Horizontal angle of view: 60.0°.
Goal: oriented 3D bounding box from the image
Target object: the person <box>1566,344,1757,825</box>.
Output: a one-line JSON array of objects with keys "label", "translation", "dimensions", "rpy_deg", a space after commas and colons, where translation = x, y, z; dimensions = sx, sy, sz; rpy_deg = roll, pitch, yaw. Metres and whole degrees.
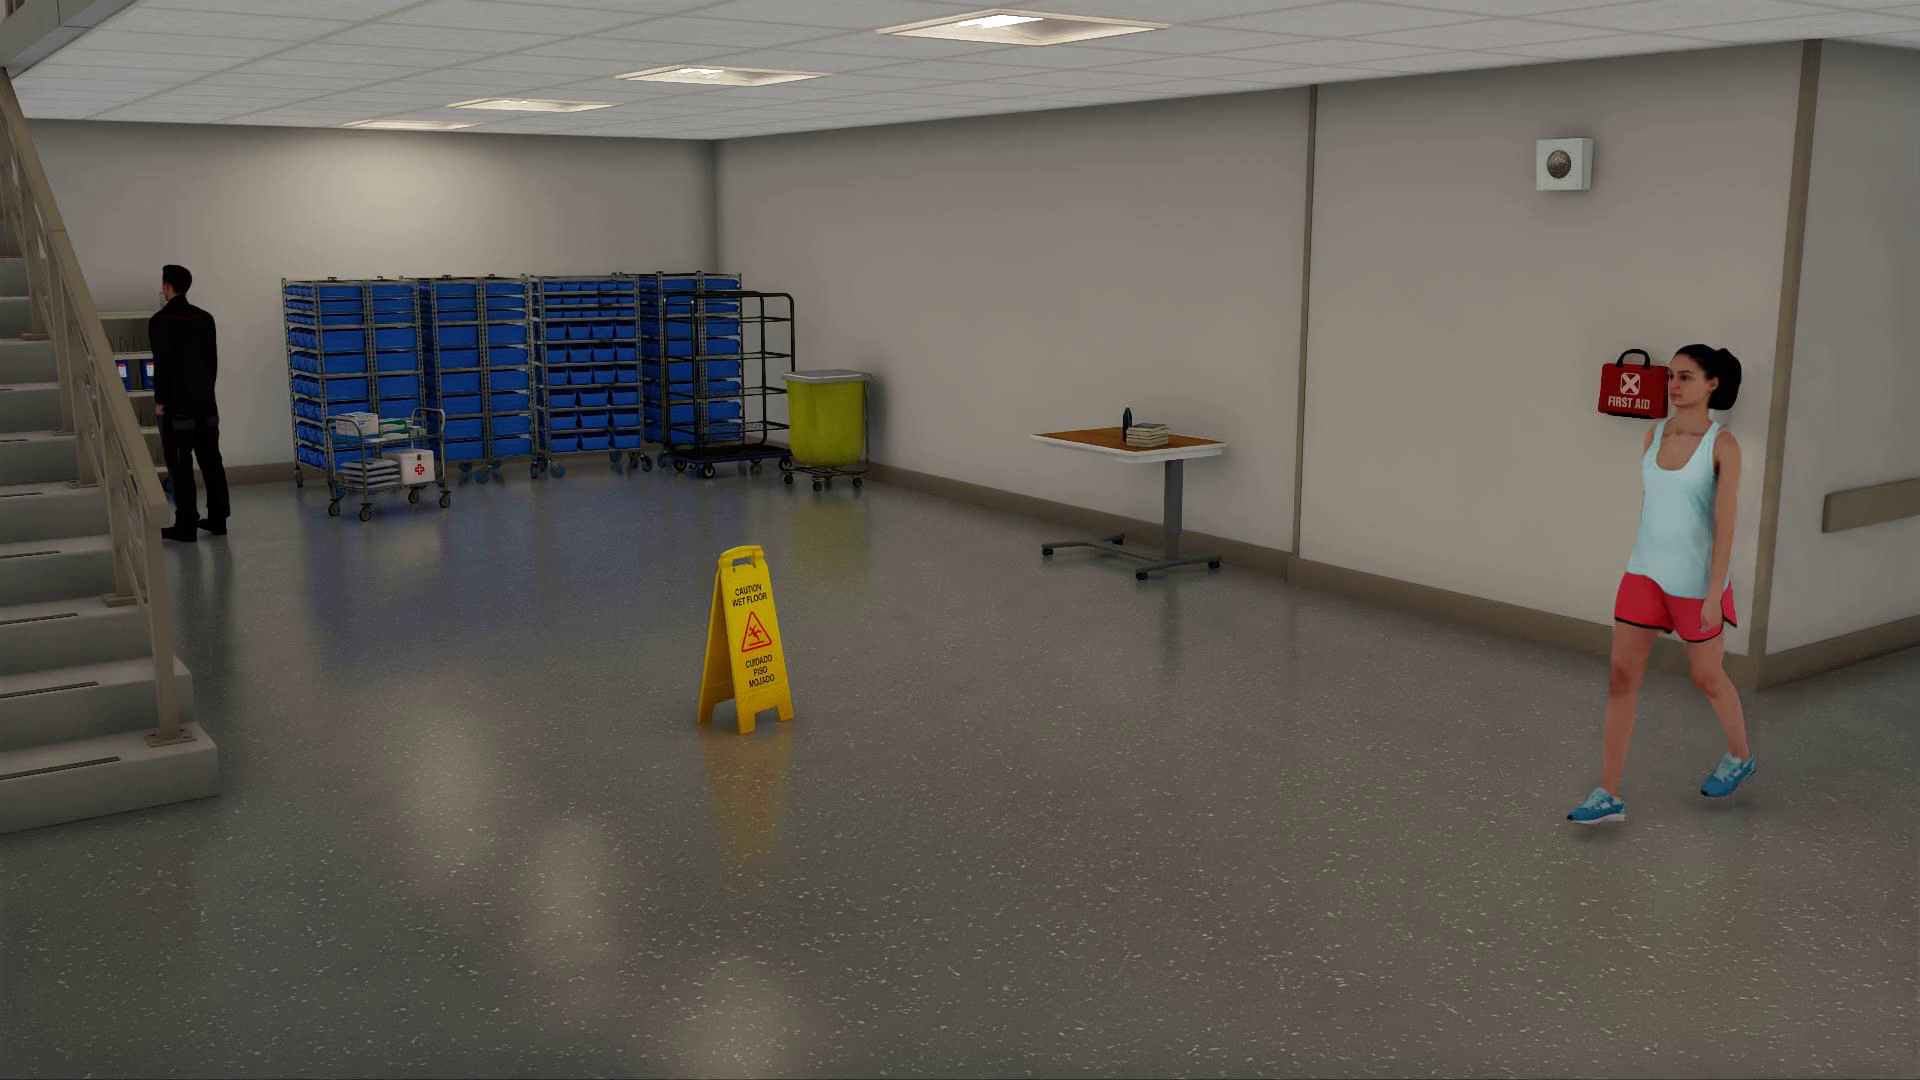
[{"label": "person", "translation": [2.682, 0.188, 6.059], "dimensions": [0.732, 1.723, 1.141], "rpy_deg": [-6, 12, -28]}]

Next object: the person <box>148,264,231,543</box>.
[{"label": "person", "translation": [-5.408, -0.966, 11.626], "dimensions": [0.783, 1.914, 0.781], "rpy_deg": [5, 12, 23]}]
